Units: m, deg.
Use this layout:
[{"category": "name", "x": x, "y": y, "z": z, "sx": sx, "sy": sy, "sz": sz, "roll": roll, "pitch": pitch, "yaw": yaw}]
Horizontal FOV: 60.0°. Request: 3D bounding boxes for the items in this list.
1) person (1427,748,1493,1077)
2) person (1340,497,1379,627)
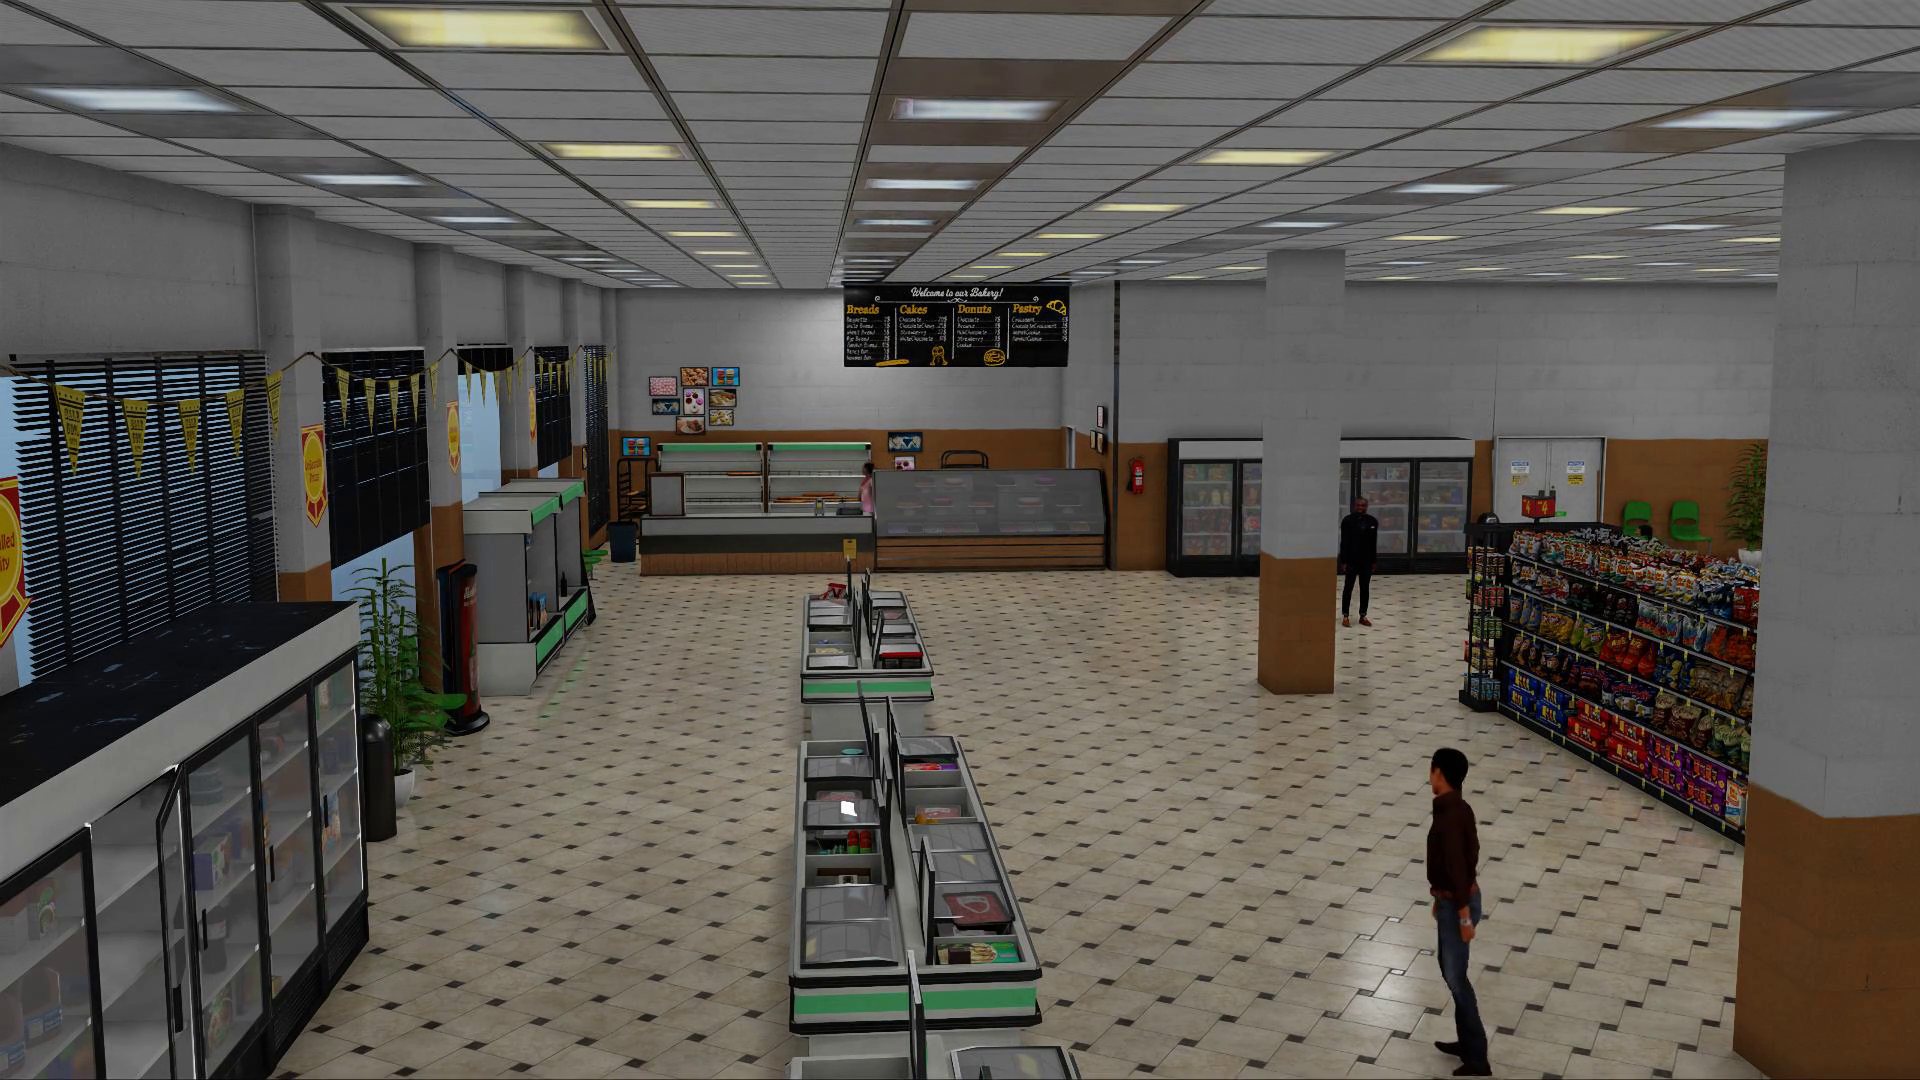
[{"category": "person", "x": 2.773, "y": 2.052, "z": 9.119, "sx": 0.929, "sy": 1.739, "sz": 0.720, "roll": 0, "pitch": 7, "yaw": 3}, {"category": "person", "x": 5.594, "y": 0.294, "z": 23.335, "sx": 0.679, "sy": 1.818, "sz": 0.582, "roll": 0, "pitch": 7, "yaw": -3}]
